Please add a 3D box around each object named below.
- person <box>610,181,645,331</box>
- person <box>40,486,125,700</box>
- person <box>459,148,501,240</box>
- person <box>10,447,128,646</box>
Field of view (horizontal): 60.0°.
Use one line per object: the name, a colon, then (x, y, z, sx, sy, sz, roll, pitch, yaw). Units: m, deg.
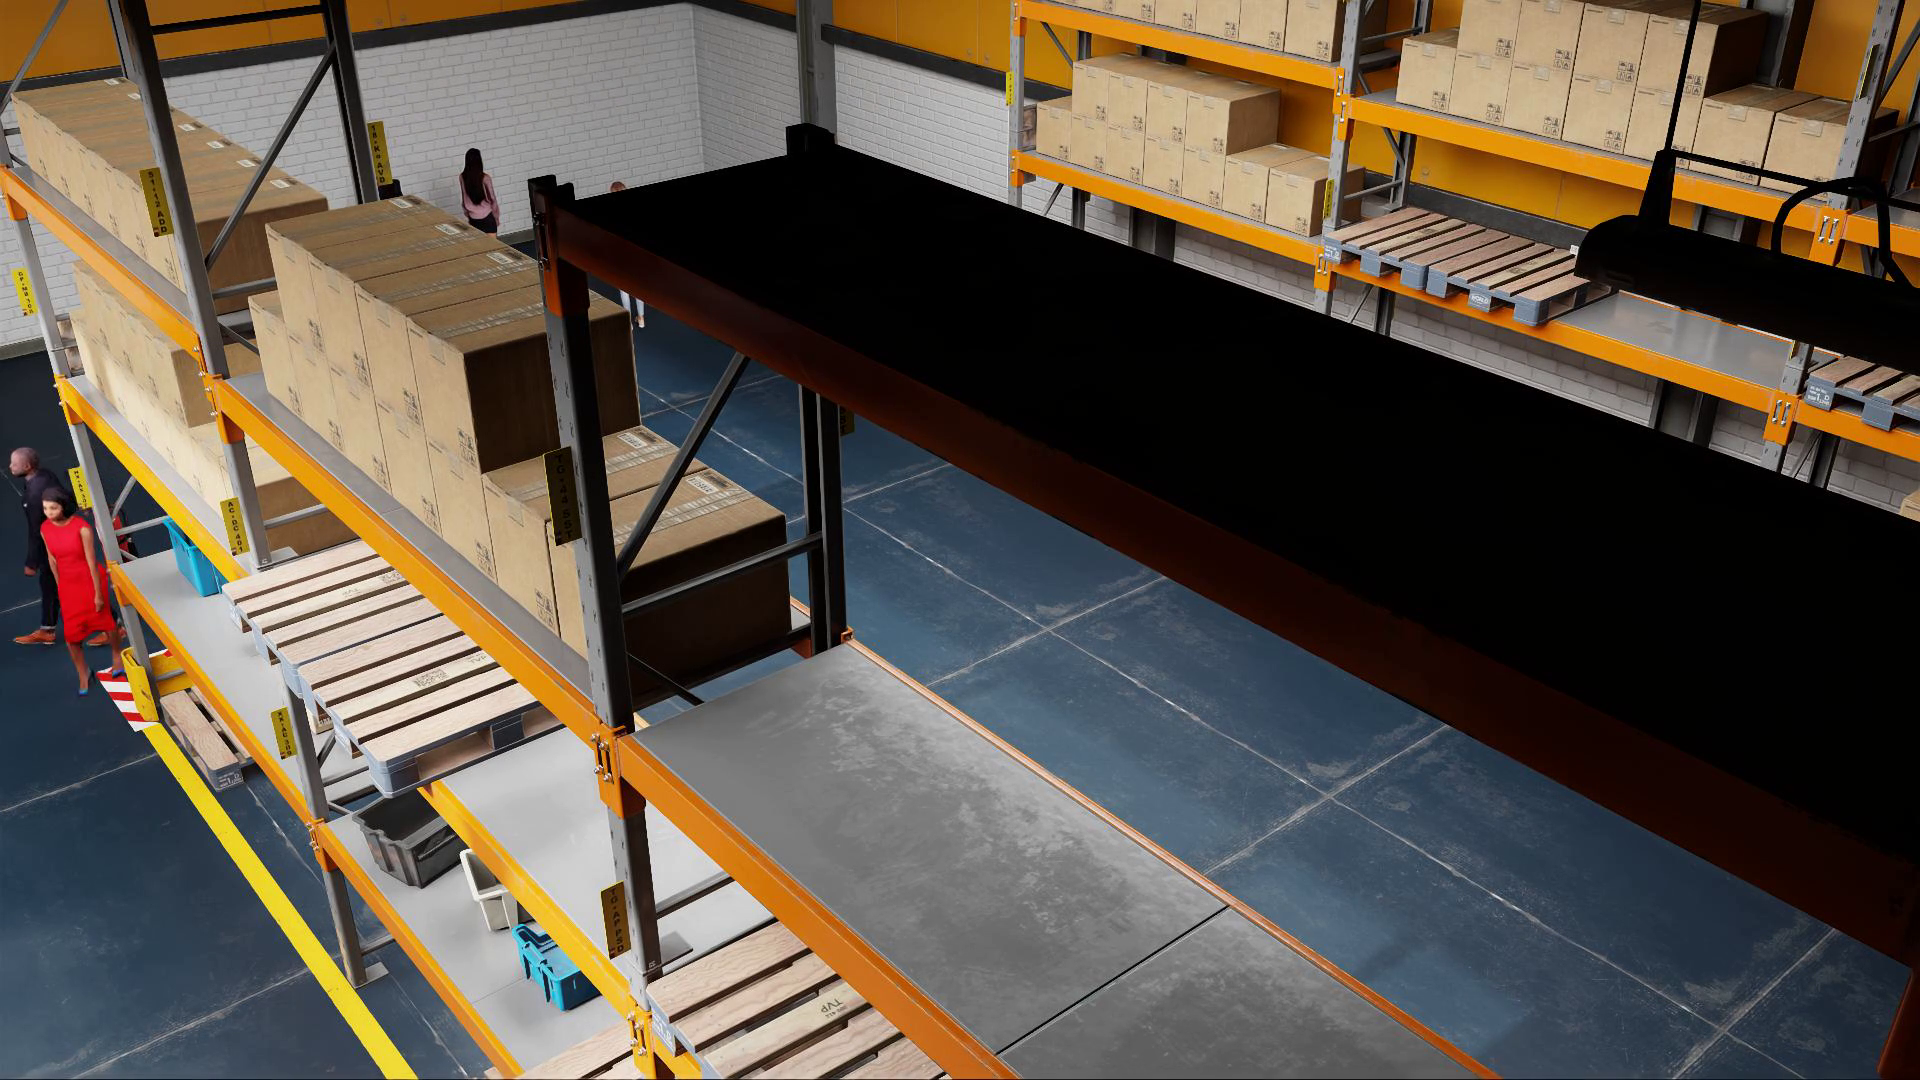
person: (-3.981, -3.384, 19.761, 0.596, 1.796, 0.502, -20, 34, -32)
person: (-6.814, 0.328, 13.027, 0.811, 1.727, 0.895, -1, 29, -3)
person: (-6.011, -4.033, 20.933, 0.673, 1.812, 0.752, 5, 29, 9)
person: (-7.168, 0.071, 13.444, 0.874, 1.780, 1.040, -15, 32, -26)
